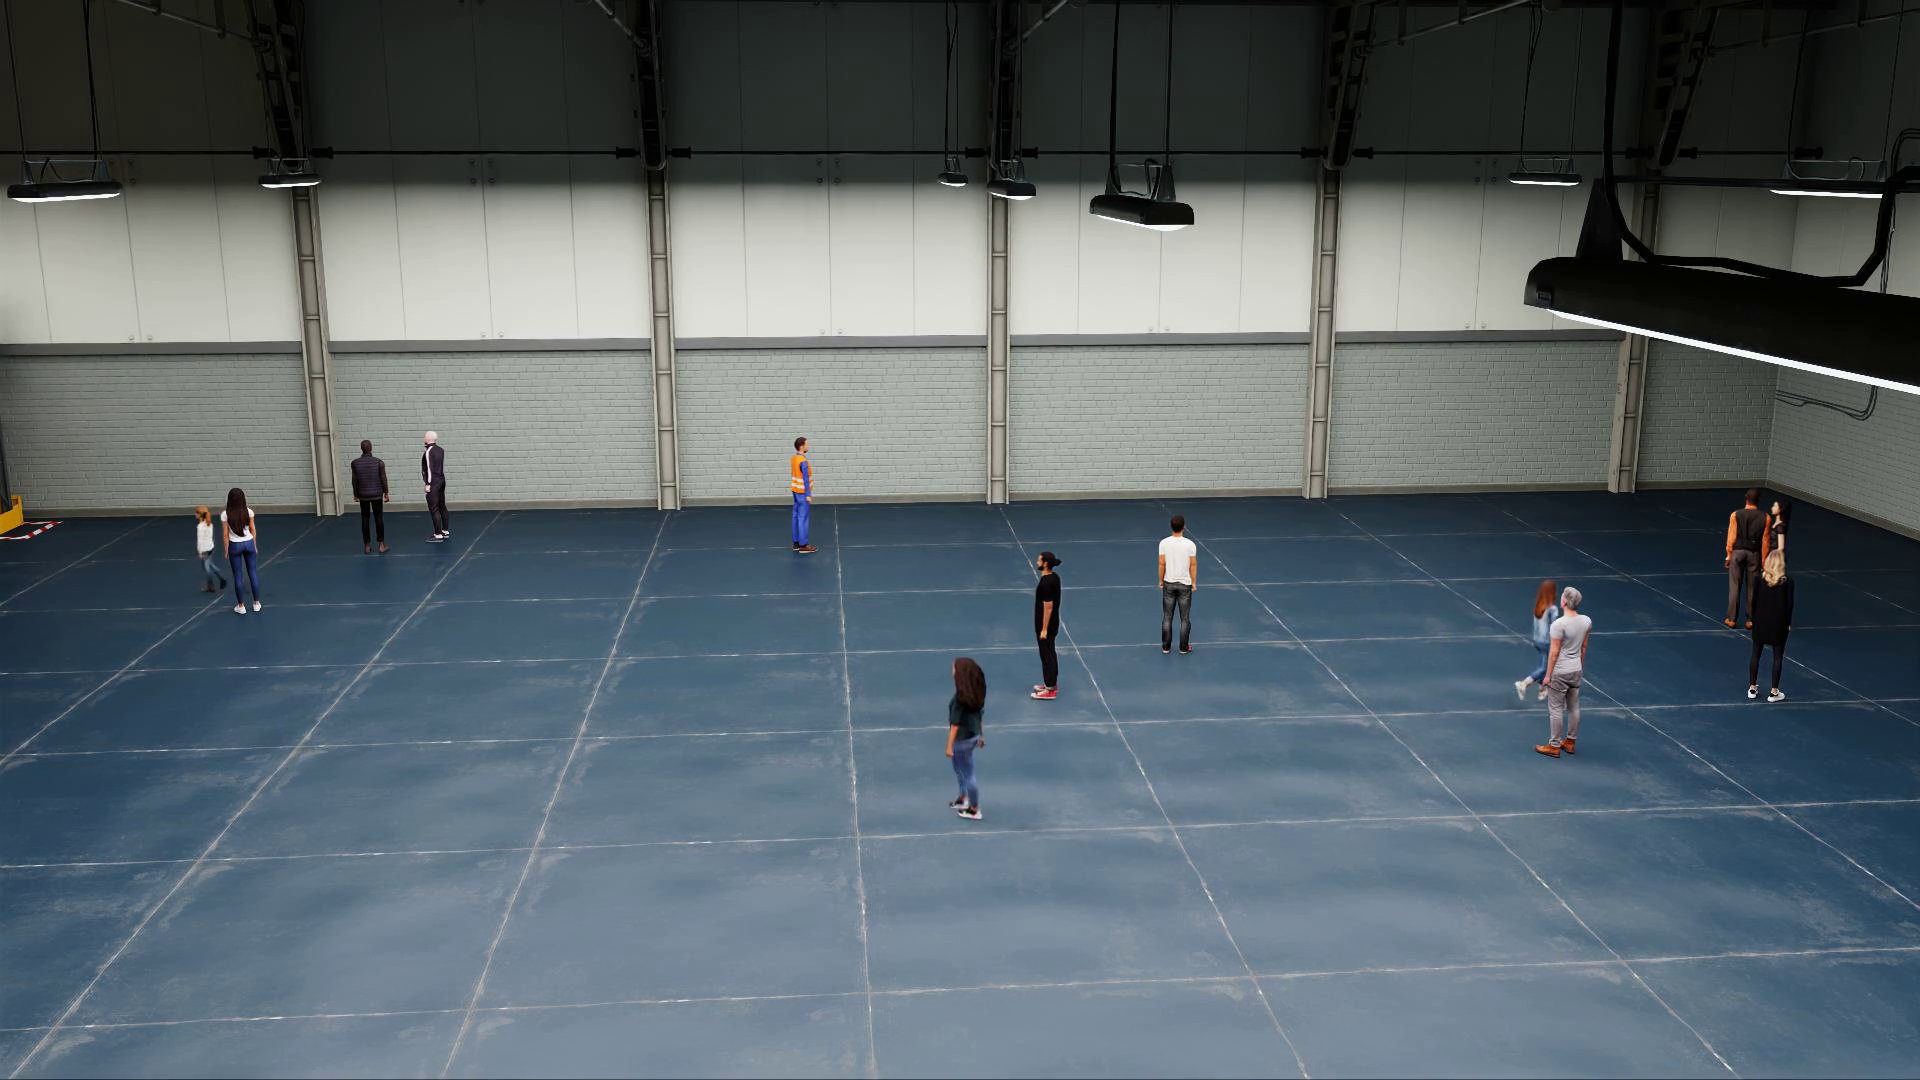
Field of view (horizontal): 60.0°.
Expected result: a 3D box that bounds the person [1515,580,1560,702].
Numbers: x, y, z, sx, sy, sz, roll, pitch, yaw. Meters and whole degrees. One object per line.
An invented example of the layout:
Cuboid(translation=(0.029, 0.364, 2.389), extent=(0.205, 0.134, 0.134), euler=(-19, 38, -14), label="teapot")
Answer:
Cuboid(translation=(6.740, 1.198, 19.343), extent=(0.893, 1.461, 0.674), euler=(-4, 14, -17), label="person")

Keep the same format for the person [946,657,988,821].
Cuboid(translation=(0.130, 1.916, 15.917), extent=(0.792, 1.607, 0.740), euler=(7, 15, 28), label="person")

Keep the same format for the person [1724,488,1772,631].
Cuboid(translation=(10.621, 0.246, 22.466), extent=(0.725, 1.907, 0.855), euler=(5, 14, 22), label="person")

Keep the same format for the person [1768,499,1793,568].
Cuboid(translation=(11.005, 0.316, 22.420), extent=(0.619, 1.791, 0.646), euler=(4, 14, 17), label="person")

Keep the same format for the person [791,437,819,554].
Cuboid(translation=(-2.558, -0.744, 26.832), extent=(0.749, 1.863, 0.774), euler=(-6, 15, -26), label="person")

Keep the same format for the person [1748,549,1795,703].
Cuboid(translation=(9.485, 0.991, 19.482), extent=(0.673, 1.801, 0.724), euler=(11, 17, 41), label="person")

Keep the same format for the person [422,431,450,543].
Cuboid(translation=(-8.694, -0.904, 27.585), extent=(0.644, 1.837, 0.713), euler=(2, 13, 7), label="person")

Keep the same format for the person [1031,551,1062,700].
Cuboid(translation=(1.029, 0.990, 19.581), extent=(0.640, 1.757, 0.687), euler=(2, 13, 10), label="person")

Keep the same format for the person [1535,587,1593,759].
Cuboid(translation=(6.439, 1.395, 17.668), extent=(0.653, 1.831, 0.824), euler=(-7, 15, -27), label="person")

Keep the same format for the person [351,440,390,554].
Cuboid(translation=(-9.489, -0.712, 26.757), extent=(0.496, 1.836, 0.765), euler=(-2, 13, -8), label="person")

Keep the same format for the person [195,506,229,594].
Cuboid(translation=(-10.915, 0.143, 24.237), extent=(0.700, 1.308, 0.561), euler=(2, 13, 7), label="person")

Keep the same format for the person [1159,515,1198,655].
Cuboid(translation=(2.783, 0.560, 21.333), extent=(0.603, 1.804, 0.764), euler=(4, 14, 16), label="person")

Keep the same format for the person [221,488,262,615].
Cuboid(translation=(-10.025, 0.139, 23.219), extent=(0.613, 1.775, 0.726), euler=(-9, 16, -34), label="person")
